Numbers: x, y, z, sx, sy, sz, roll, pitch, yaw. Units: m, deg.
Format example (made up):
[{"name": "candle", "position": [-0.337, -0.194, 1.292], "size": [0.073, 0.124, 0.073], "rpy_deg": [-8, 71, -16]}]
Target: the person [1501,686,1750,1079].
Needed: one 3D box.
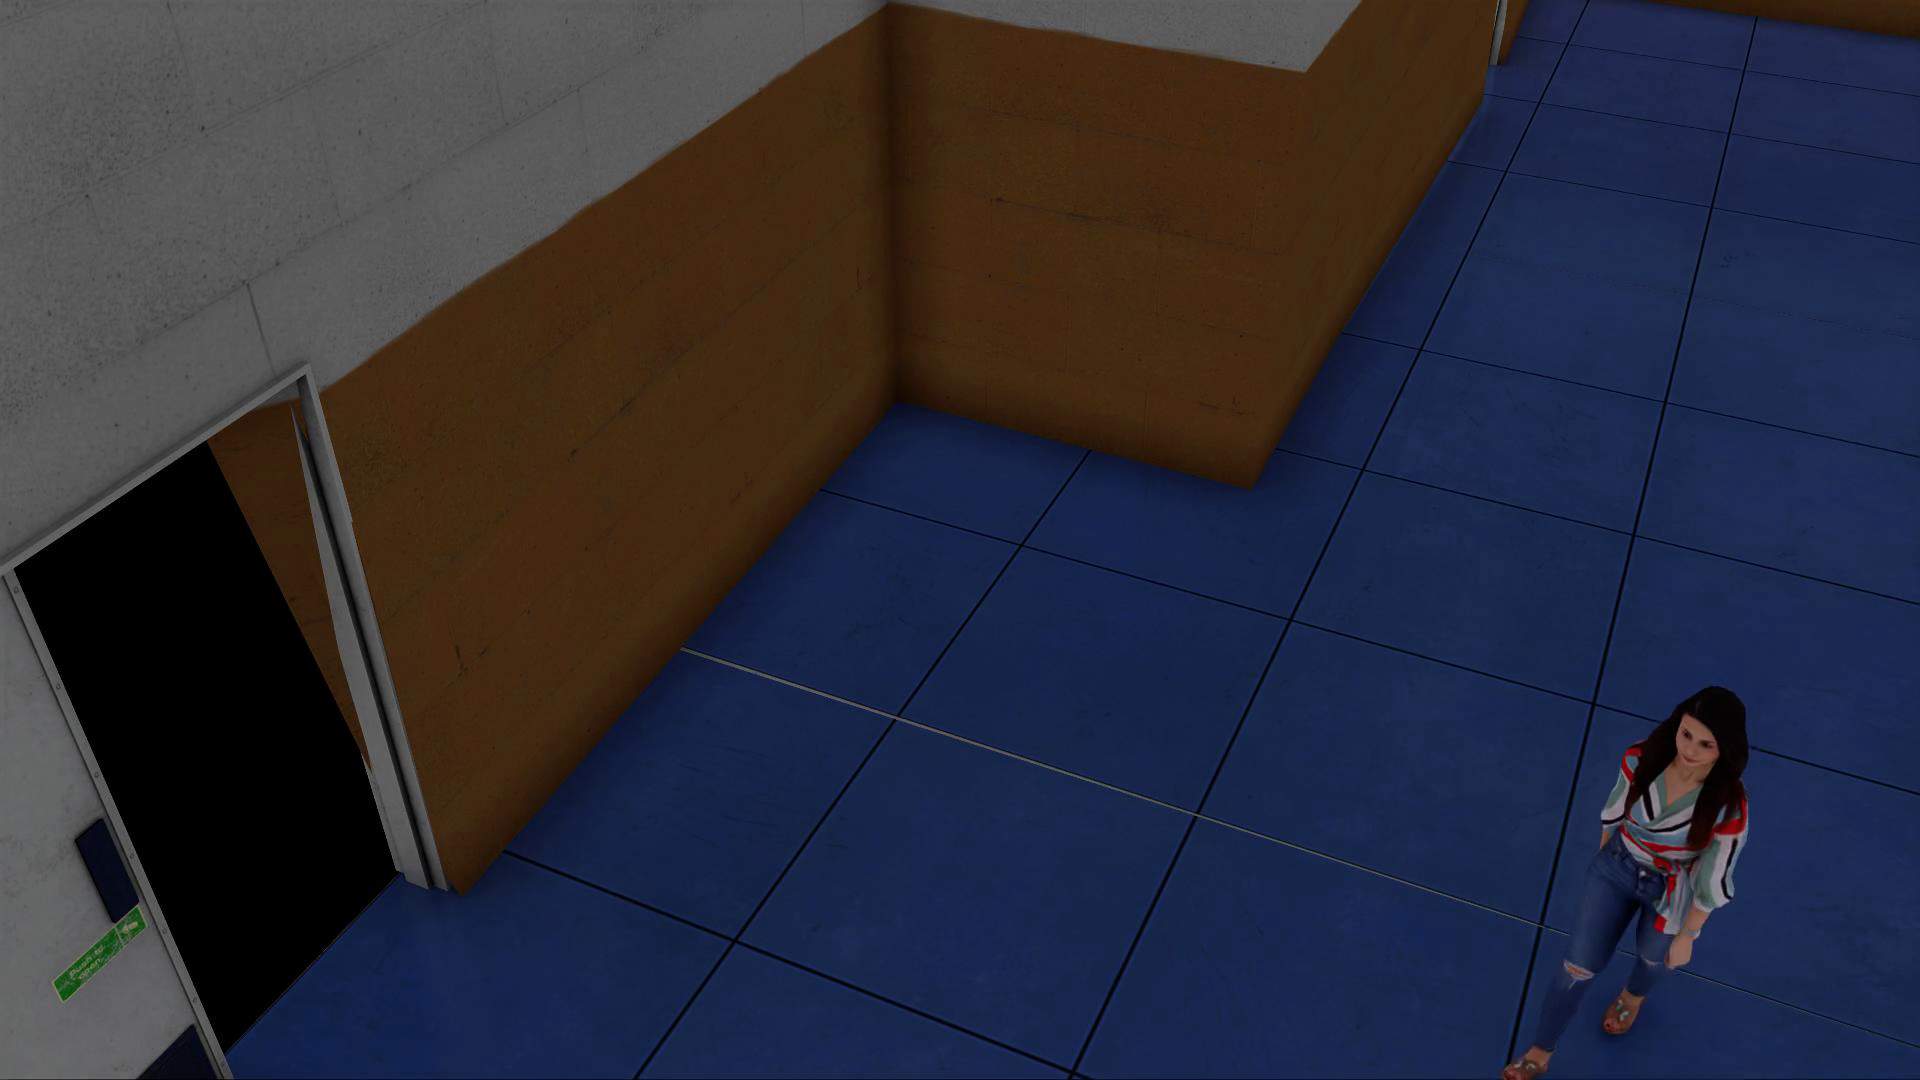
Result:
[{"name": "person", "position": [2.257, 1.061, 5.327], "size": [0.894, 1.581, 1.009], "rpy_deg": [-30, 46, -34]}]
